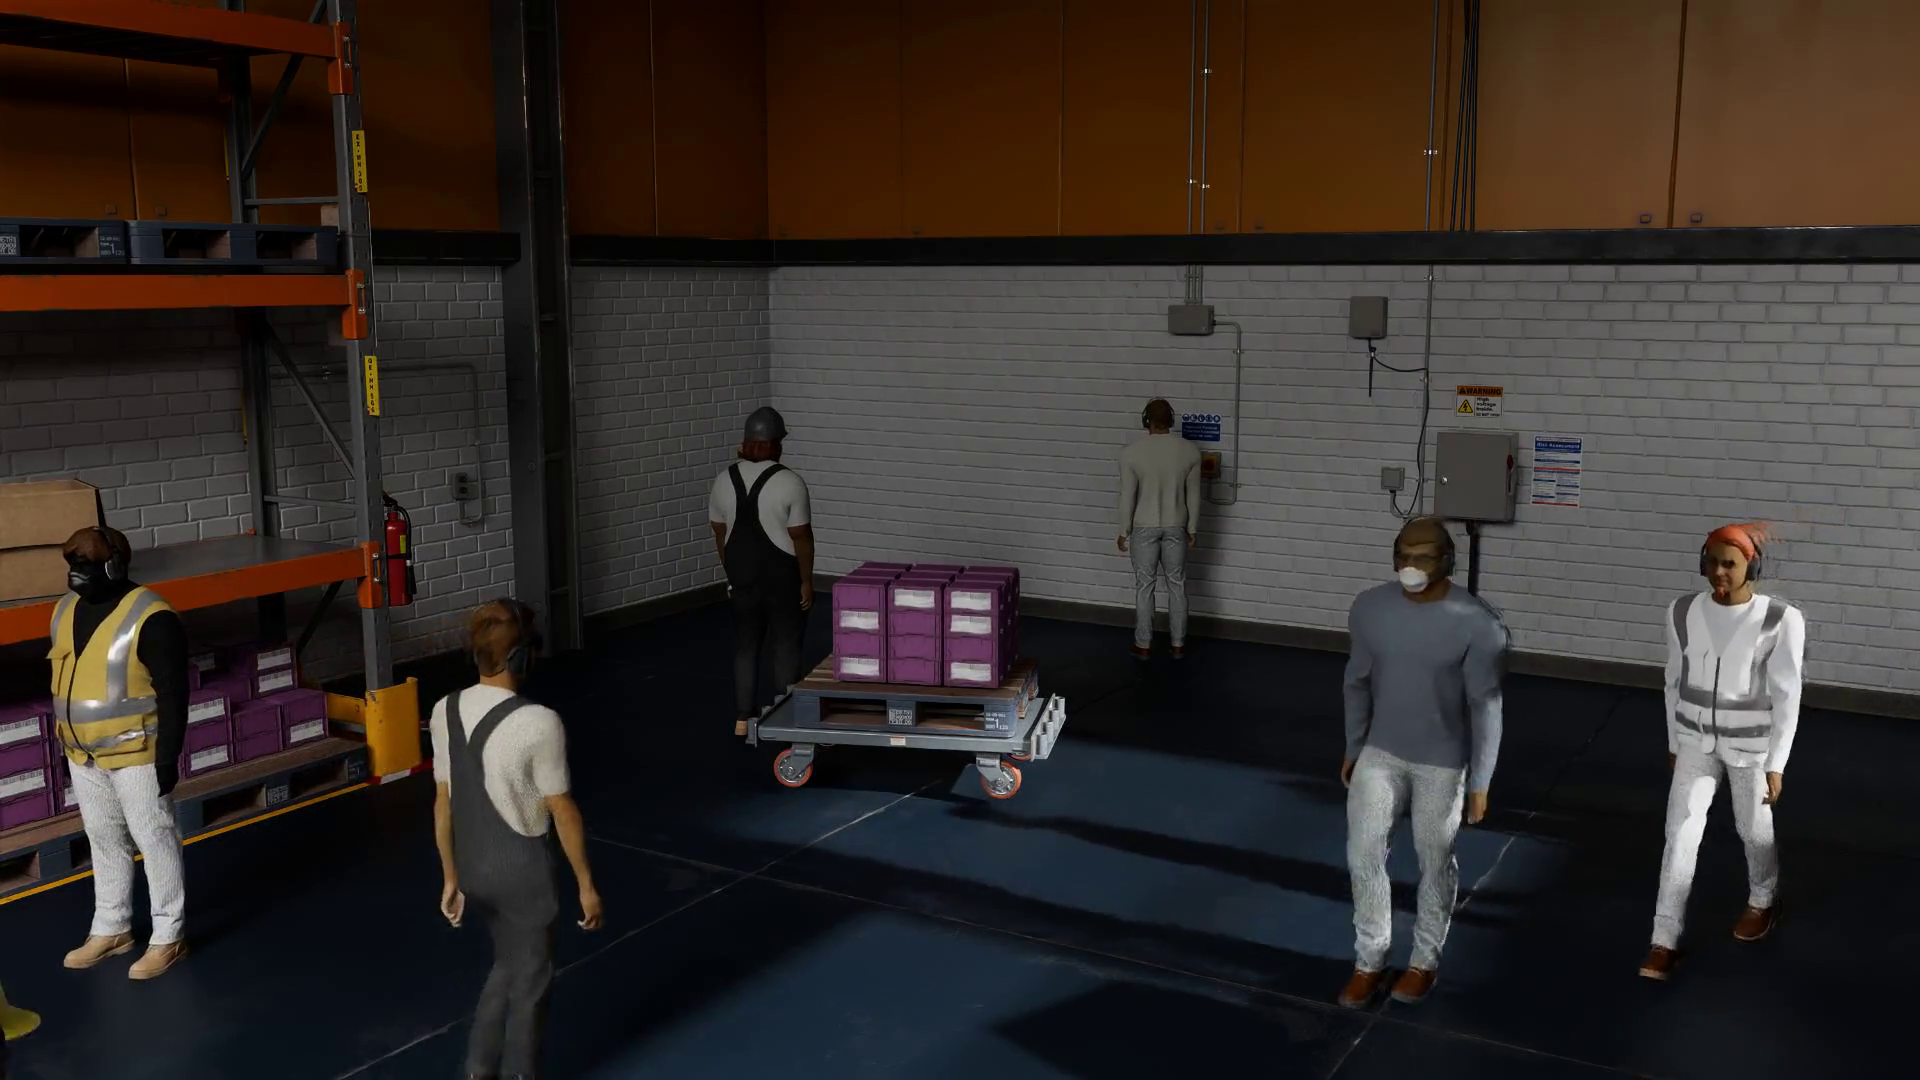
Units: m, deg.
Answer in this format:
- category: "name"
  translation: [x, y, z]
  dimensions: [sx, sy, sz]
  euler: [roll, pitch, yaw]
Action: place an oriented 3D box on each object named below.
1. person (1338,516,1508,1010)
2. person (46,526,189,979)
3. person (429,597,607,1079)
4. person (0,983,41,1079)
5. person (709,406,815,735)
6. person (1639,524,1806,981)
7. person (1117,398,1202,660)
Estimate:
- category: "person"
  translation: [1.702, 0.874, 6.329]
  dimensions: [0.655, 1.921, 0.668]
  euler: [7, 11, 35]
- category: "person"
  translation: [-3.407, 0.852, 6.723]
  dimensions: [0.625, 1.843, 0.430]
  euler: [4, 10, 21]
- category: "person"
  translation: [-1.399, 1.084, 5.307]
  dimensions: [0.527, 1.831, 0.396]
  euler: [6, 11, 32]
- category: "person"
  translation: [-1.694, 1.525, 2.733]
  dimensions: [0.985, 1.780, 0.603]
  euler: [-9, 12, -43]
- category: "person"
  translation: [-1.149, 0.200, 10.174]
  dimensions: [0.682, 2.000, 0.537]
  euler: [5, 10, 26]
- category: "person"
  translation: [3.167, 0.839, 6.854]
  dimensions: [0.577, 1.841, 1.006]
  euler: [9, 13, 43]
- category: "person"
  translation: [1.456, -0.076, 12.225]
  dimensions: [0.627, 1.937, 0.372]
  euler: [-1, 9, -8]
